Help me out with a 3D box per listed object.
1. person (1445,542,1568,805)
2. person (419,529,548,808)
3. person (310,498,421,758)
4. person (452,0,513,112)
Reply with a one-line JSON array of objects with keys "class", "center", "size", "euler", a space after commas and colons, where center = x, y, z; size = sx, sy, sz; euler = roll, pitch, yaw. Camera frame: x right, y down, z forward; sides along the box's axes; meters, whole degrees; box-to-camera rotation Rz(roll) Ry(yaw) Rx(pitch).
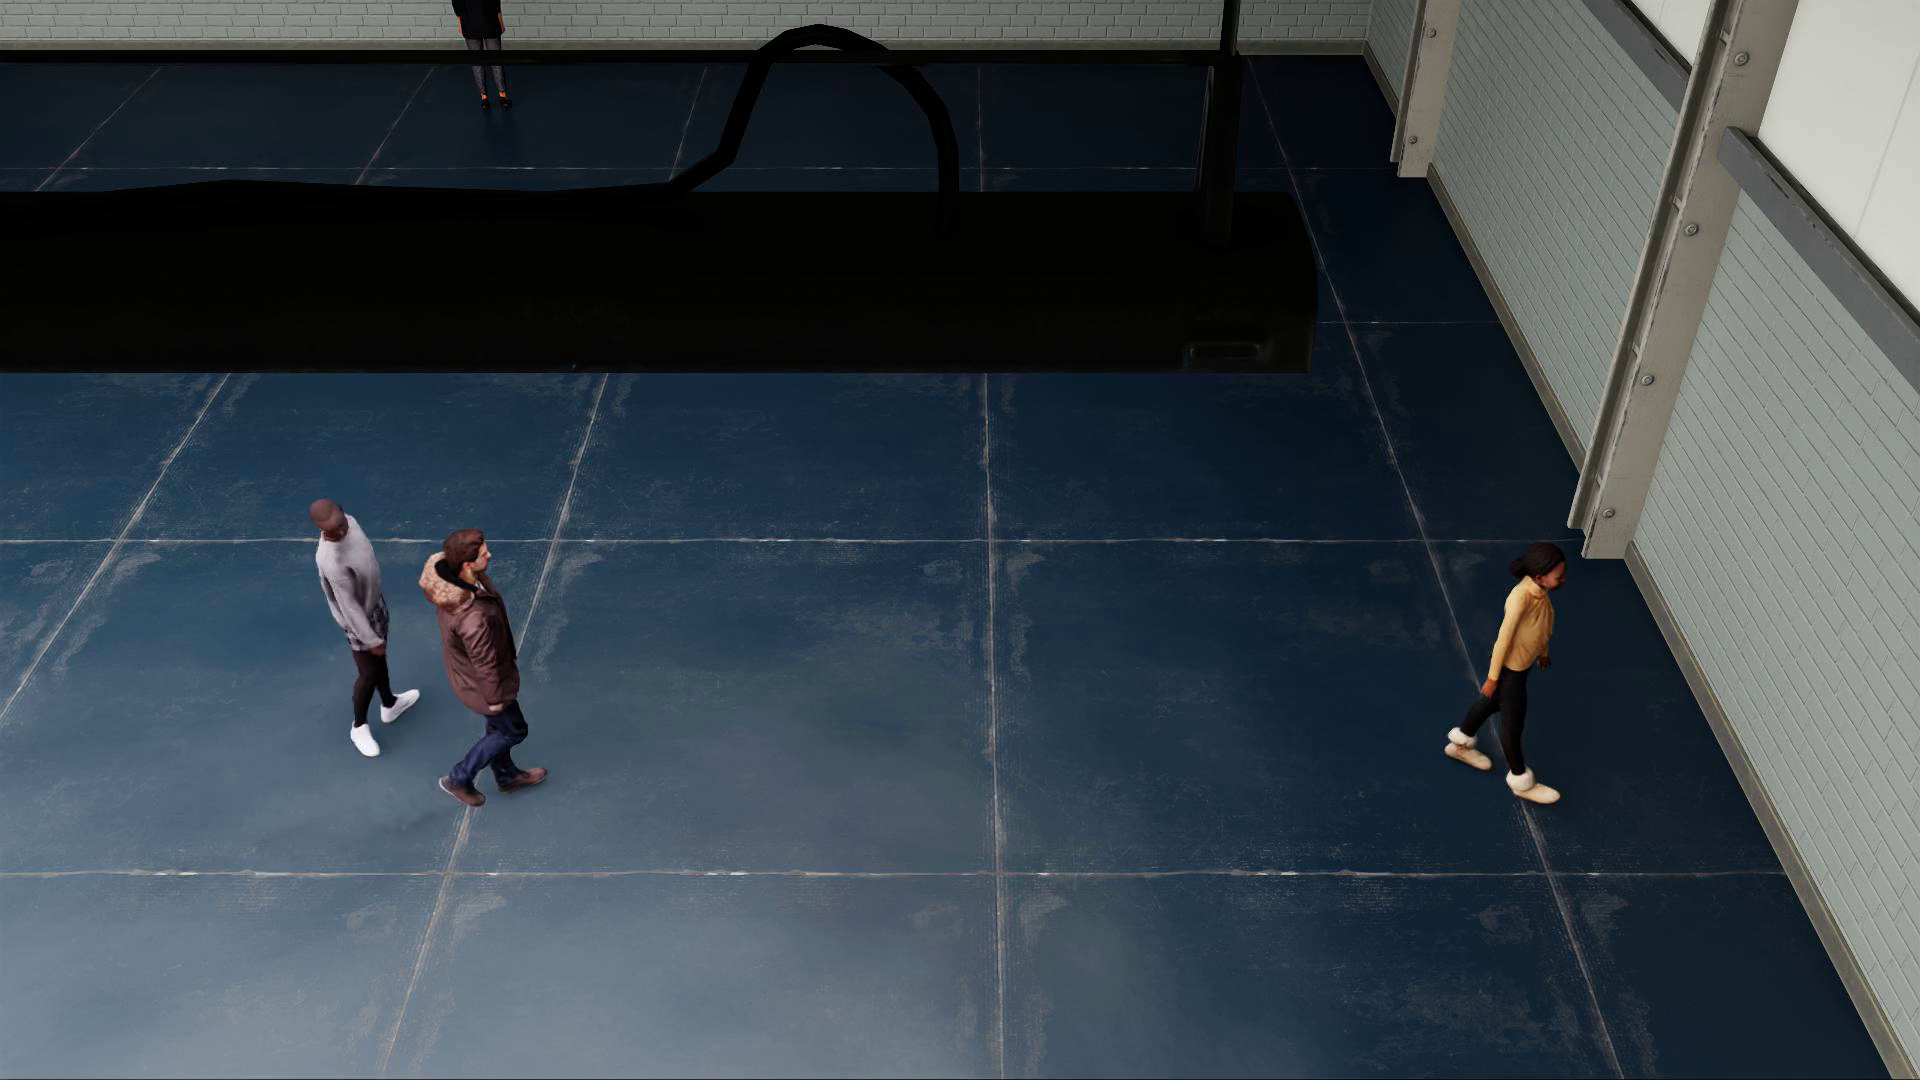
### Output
[{"class": "person", "center": [2.996, 0.667, 9.212], "size": [0.995, 1.641, 0.995], "euler": [24, 43, 28]}, {"class": "person", "center": [-2.661, 0.733, 8.972], "size": [1.004, 1.826, 0.938], "euler": [-15, 40, -19]}, {"class": "person", "center": [-3.428, 0.386, 9.494], "size": [0.841, 1.746, 0.600], "euler": [-15, 40, -19]}, {"class": "person", "center": [-4.866, -5.214, 16.883], "size": [0.647, 1.719, 0.579], "euler": [-2, 37, -3]}]
